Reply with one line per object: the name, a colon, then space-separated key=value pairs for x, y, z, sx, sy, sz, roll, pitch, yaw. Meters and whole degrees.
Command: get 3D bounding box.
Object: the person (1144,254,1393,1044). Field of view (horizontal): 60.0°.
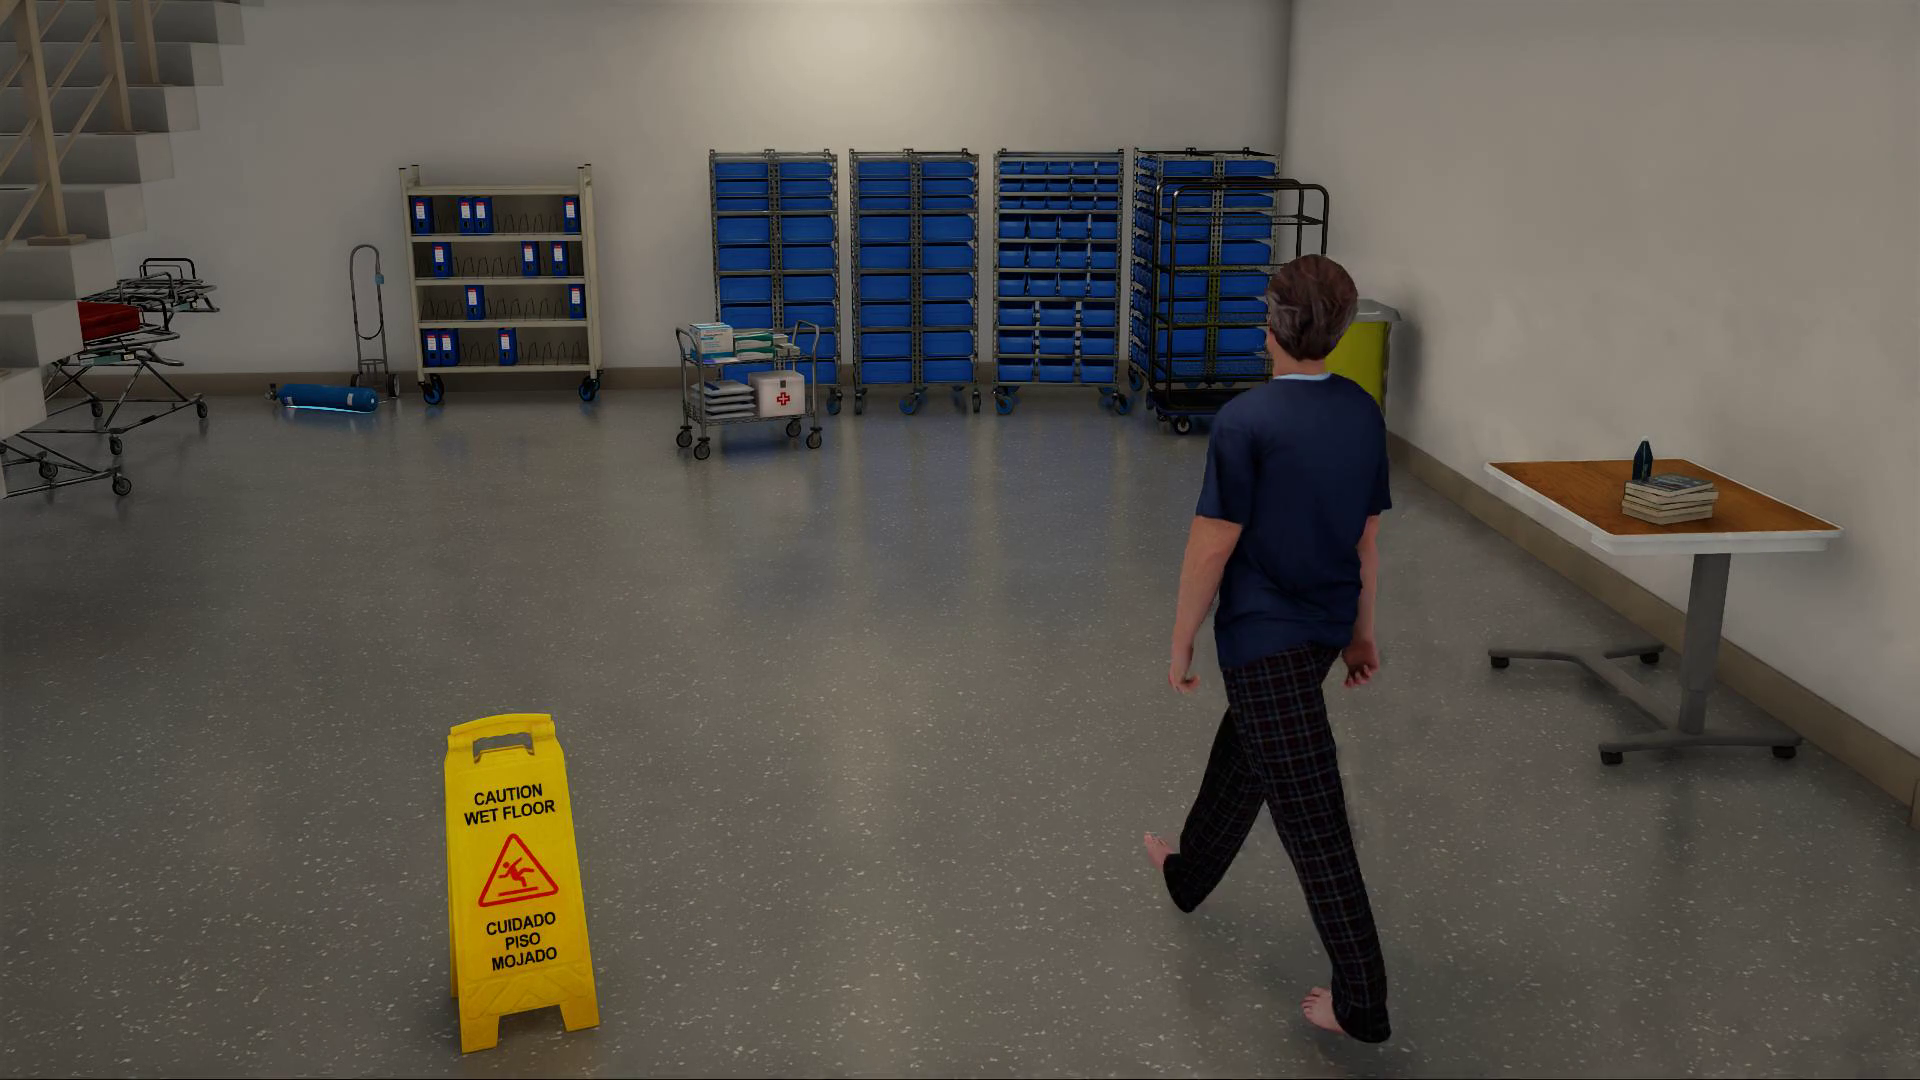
person: x=0.831 y=0.312 z=3.928 sx=1.058 sy=1.800 sz=1.346 roll=-10 pitch=18 yaw=-31
